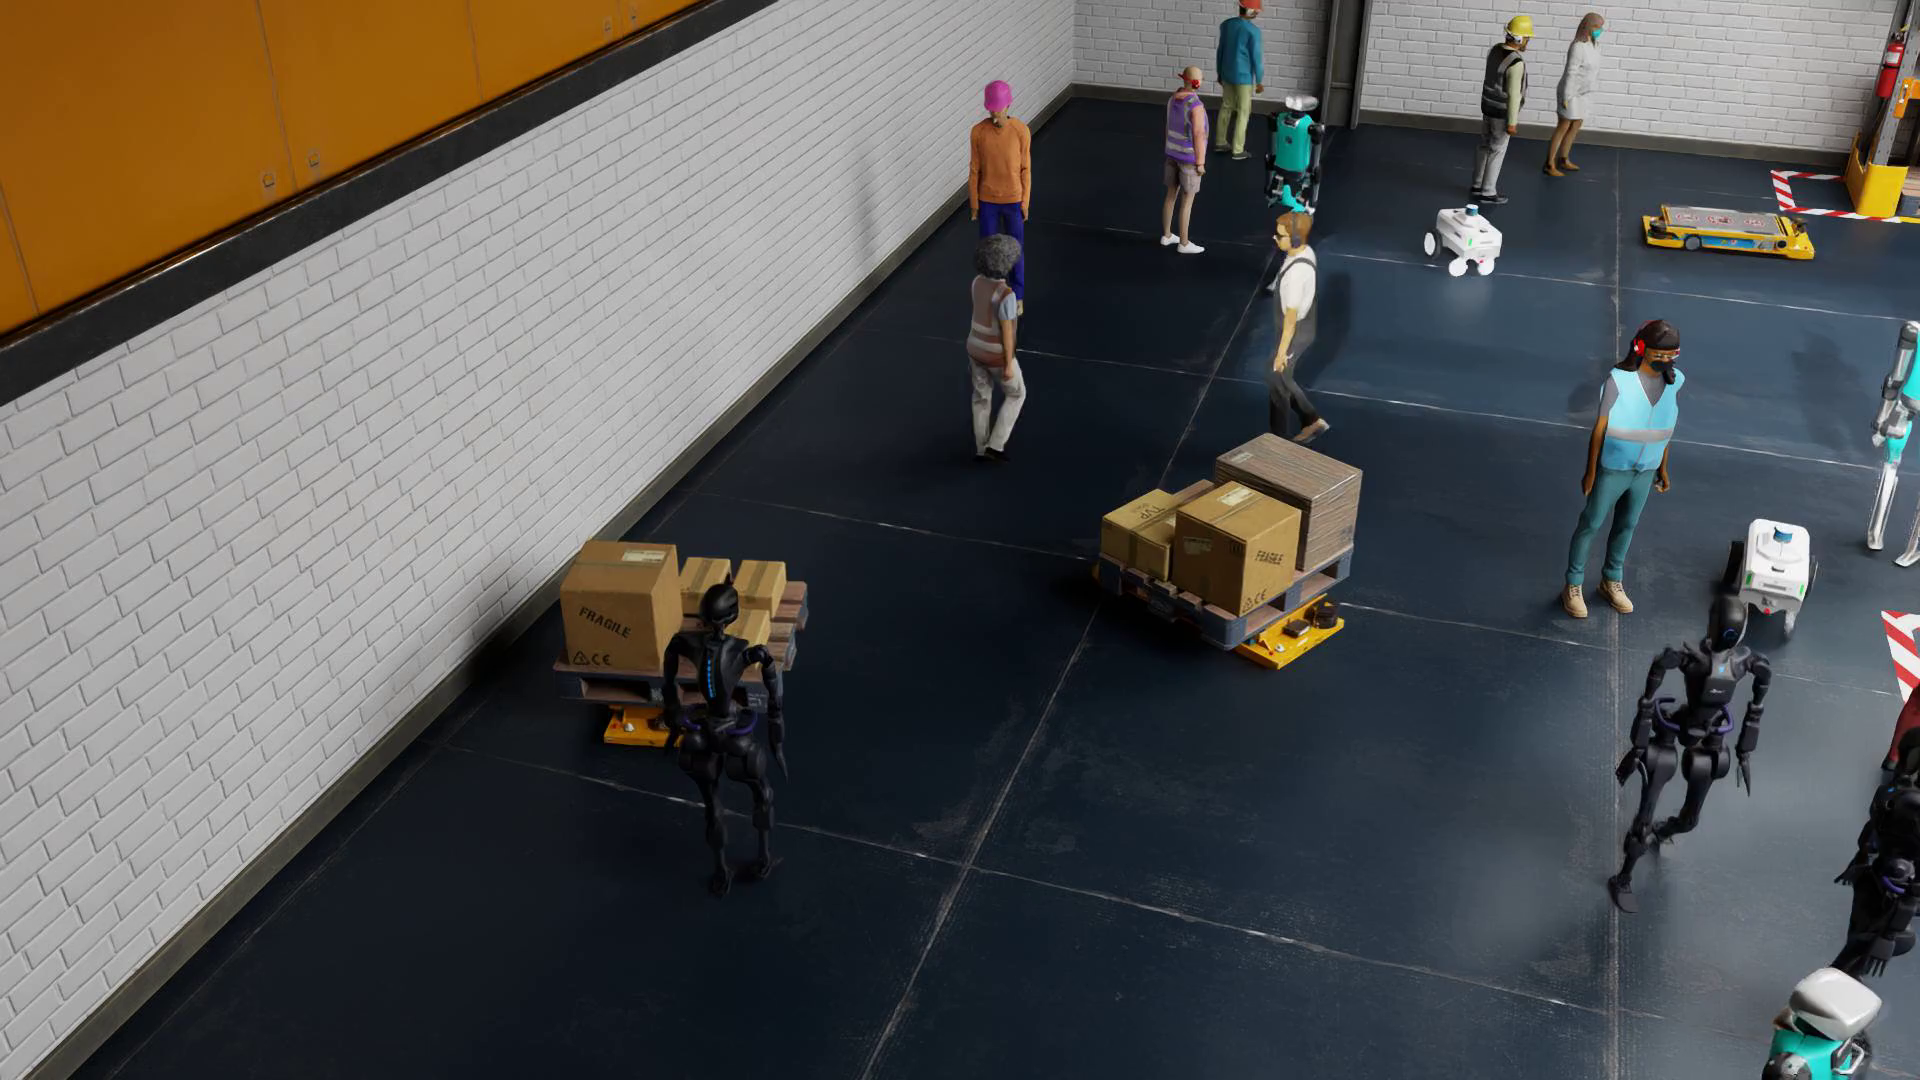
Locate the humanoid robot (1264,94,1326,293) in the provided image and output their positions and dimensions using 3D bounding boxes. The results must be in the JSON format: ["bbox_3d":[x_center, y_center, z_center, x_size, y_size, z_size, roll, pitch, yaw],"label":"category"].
[{"bbox_3d":[2.916,-2.997,14.264,0.565,1.734,0.972,24,38,35],"label":"humanoid robot"}]

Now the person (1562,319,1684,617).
[{"bbox_3d":[3.902,-0.422,9.763,0.529,1.871,0.389,-4,31,-7],"label":"person"}]

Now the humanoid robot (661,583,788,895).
[{"bbox_3d":[-1.098,0.924,7.668,0.610,1.653,0.314,5,31,8],"label":"humanoid robot"}]

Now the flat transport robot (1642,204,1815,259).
[{"bbox_3d":[7.155,-2.877,15.519,1.431,0.231,0.659,8,31,13],"label":"flat transport robot"}]

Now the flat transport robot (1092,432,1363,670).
[{"bbox_3d":[1.554,0.312,10.095,0.659,0.231,1.431,-26,39,-37],"label":"flat transport robot"}]

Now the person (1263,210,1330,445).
[{"bbox_3d":[2.303,-1.390,11.443,0.457,1.831,0.529,8,31,13],"label":"person"}]

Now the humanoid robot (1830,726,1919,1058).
[{"bbox_3d":[3.752,1.444,6.773,0.321,1.649,0.611,7,31,12],"label":"humanoid robot"}]

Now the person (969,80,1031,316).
[{"bbox_3d":[0.325,-2.818,13.748,0.518,1.972,0.404,4,31,7],"label":"person"}]

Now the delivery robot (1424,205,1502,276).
[{"bbox_3d":[4.554,-2.726,14.969,0.521,0.583,0.737,-5,31,-9],"label":"delivery robot"}]

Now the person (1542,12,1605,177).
[{"bbox_3d":[6.293,-4.545,16.989,0.346,1.652,0.512,26,39,37],"label":"person"}]

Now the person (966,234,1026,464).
[{"bbox_3d":[0.248,-1.294,11.438,0.375,1.672,0.422,-25,39,-36],"label":"person"}]

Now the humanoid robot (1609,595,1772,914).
[{"bbox_3d":[3.361,0.932,7.698,0.595,1.649,0.570,3,31,5],"label":"humanoid robot"}]

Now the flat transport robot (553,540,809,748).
[{"bbox_3d":[-1.515,0.687,9.456,0.659,0.231,1.431,3,31,5],"label":"flat transport robot"}]

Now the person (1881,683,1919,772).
[{"bbox_3d":[5.022,0.524,8.257,0.324,1.766,0.532,3,31,6],"label":"person"}]

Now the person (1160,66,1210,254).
[{"bbox_3d":[2.034,-3.443,15.075,0.346,1.693,0.496,-17,34,-26],"label":"person"}]

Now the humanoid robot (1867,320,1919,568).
[{"bbox_3d":[6.020,-0.716,10.332,0.688,1.734,0.543,-26,39,-36],"label":"humanoid robot"}]

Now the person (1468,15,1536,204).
[{"bbox_3d":[5.294,-4.197,16.240,0.404,1.821,0.598,-5,31,-8],"label":"person"}]

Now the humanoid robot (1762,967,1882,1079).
[{"bbox_3d":[2.820,2.205,5.421,0.979,1.731,0.547,27,40,37],"label":"humanoid robot"}]

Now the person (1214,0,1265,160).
[{"bbox_3d":[2.951,-4.892,17.504,0.355,1.736,0.591,-19,36,-29],"label":"person"}]

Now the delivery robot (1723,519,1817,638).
[{"bbox_3d":[4.911,0.184,10.049,0.499,0.613,0.807,13,33,21],"label":"delivery robot"}]
